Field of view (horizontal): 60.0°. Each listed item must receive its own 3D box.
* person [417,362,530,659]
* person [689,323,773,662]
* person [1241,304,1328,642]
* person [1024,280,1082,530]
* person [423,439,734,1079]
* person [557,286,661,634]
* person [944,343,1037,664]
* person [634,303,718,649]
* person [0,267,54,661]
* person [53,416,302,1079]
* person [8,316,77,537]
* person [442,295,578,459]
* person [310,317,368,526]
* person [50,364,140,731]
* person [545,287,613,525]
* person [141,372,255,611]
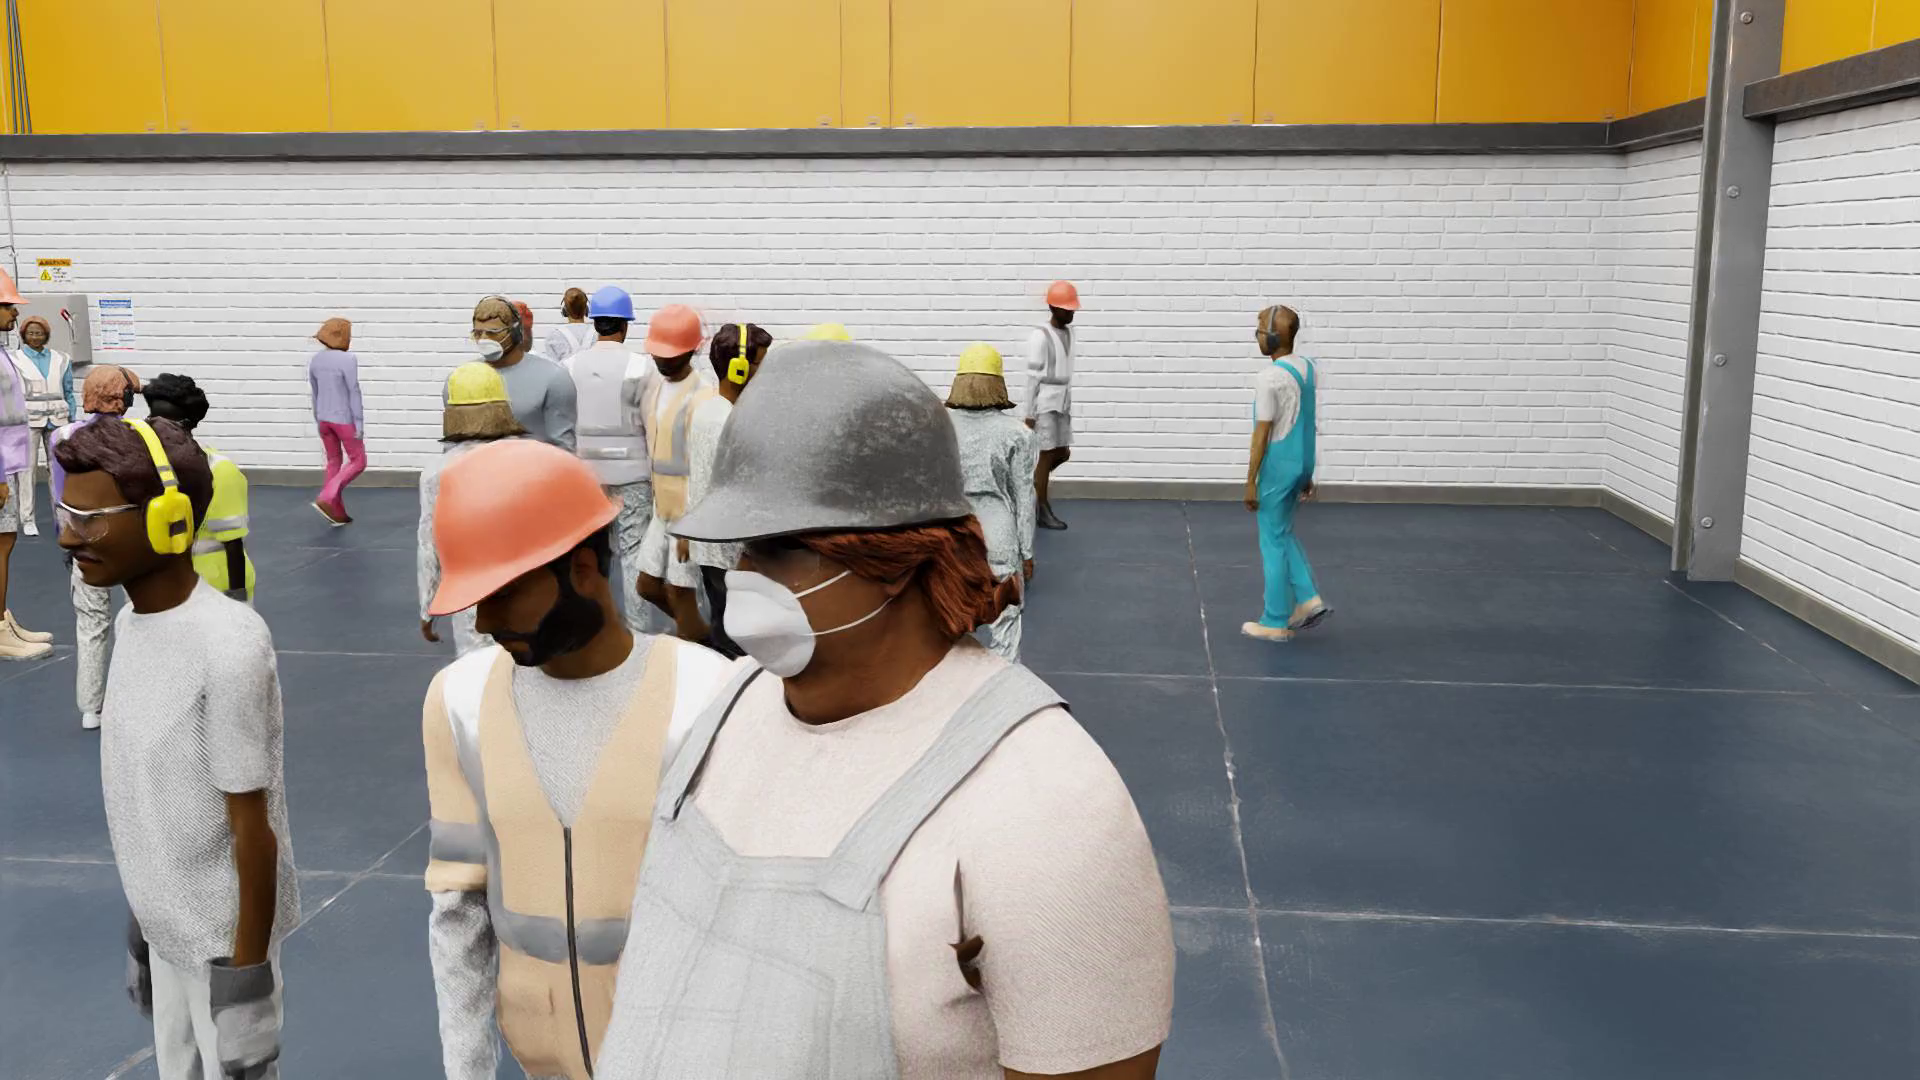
[{"bbox_3d":[-1.729,0.212,6.084,0.503,1.715,0.676,-6,12,-32],"label":"person"},{"bbox_3d":[-0.865,0.097,6.406,0.340,1.855,0.527,-5,11,-24],"label":"person"},{"bbox_3d":[1.726,-0.350,9.004,0.406,1.834,0.542,9,13,41],"label":"person"},{"bbox_3d":[0.654,-1.020,12.655,0.706,1.903,0.571,8,13,38],"label":"person"},{"bbox_3d":[-0.520,0.766,2.590,0.582,1.871,0.915,2,10,10],"label":"person"},{"bbox_3d":[-1.808,-0.350,8.705,0.608,1.940,0.416,2,10,13],"label":"person"},{"bbox_3d":[0.088,0.035,7.087,0.484,1.735,0.309,2,10,9],"label":"person"},{"bbox_3d":[-1.238,-0.128,7.550,0.480,1.898,0.576,-7,12,-33],"label":"person"},{"bbox_3d":[-4.979,-0.394,8.663,0.386,2.041,0.615,-5,11,-25],"label":"person"},{"bbox_3d":[-1.310,0.714,2.861,0.511,1.858,0.325,9,14,43],"label":"person"},{"bbox_3d":[-6.874,-0.854,12.458,0.313,1.636,0.517,8,13,38],"label":"person"},{"bbox_3d":[-2.040,-0.144,7.576,0.636,1.928,0.383,1,10,7],"label":"person"},{"bbox_3d":[-4.758,-0.884,12.663,0.552,1.618,0.445,5,11,27],"label":"person"},{"bbox_3d":[-3.719,0.042,7.350,0.523,1.631,0.313,-1,10,-5],"label":"person"},{"bbox_3d":[-2.882,-0.992,12.649,0.508,1.847,0.345,-4,11,-21],"label":"person"},{"bbox_3d":[-2.859,0.208,6.263,0.584,1.691,0.377,5,11,29],"label":"person"}]
